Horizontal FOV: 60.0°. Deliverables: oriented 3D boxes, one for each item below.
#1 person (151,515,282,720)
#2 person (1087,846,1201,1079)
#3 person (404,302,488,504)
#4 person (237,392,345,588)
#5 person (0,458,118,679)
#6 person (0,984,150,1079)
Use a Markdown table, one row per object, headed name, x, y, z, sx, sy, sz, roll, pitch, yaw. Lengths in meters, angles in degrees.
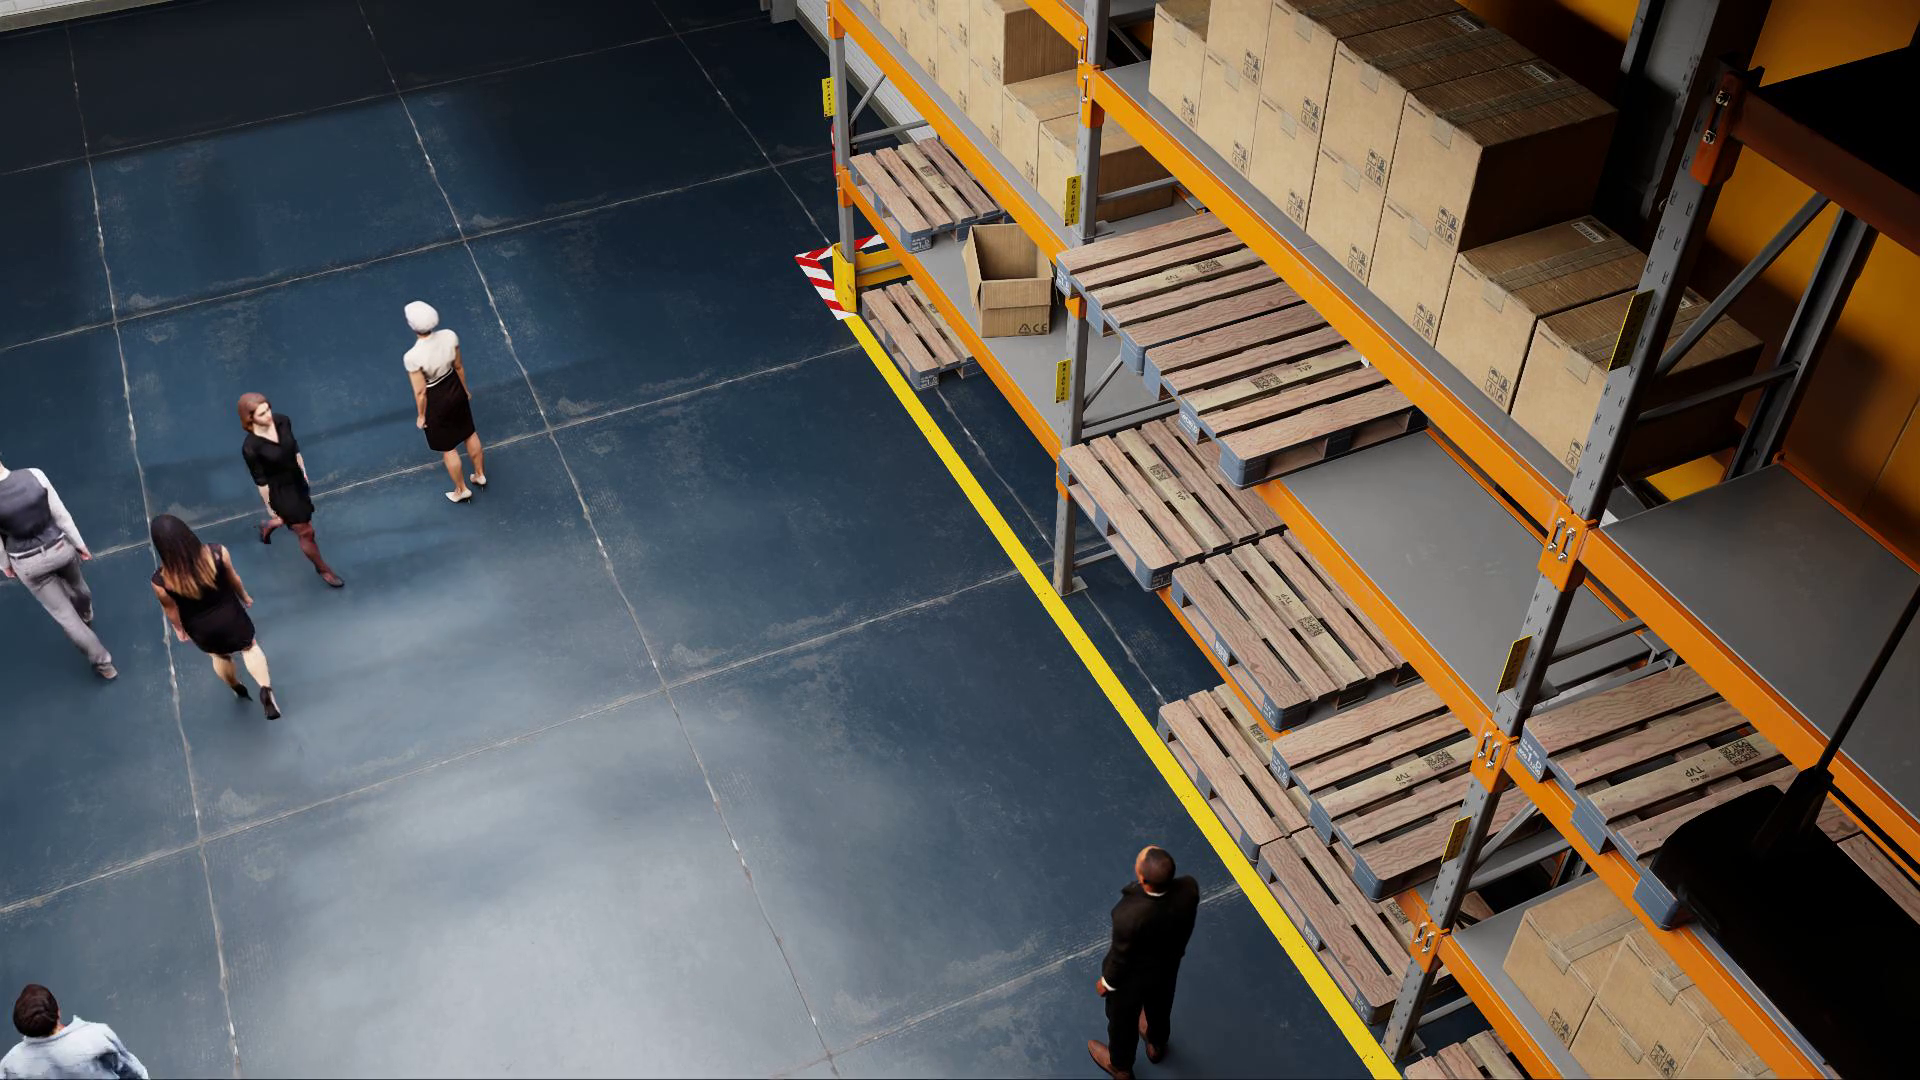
| name | x | y | z | sx | sy | sz | roll | pitch | yaw |
| --- | --- | --- | --- | --- | --- | --- | --- | --- | --- |
| person | -4.672 | 0.532 | 10.505 | 0.758 | 1.697 | 0.933 | -27 | 50 | -26 |
| person | 0.955 | 2.192 | 8.613 | 0.708 | 1.905 | 0.640 | -23 | 48 | -22 |
| person | -3.733 | -0.986 | 12.056 | 0.698 | 1.756 | 0.710 | 27 | 50 | 26 |
| person | -4.708 | -0.354 | 11.445 | 1.024 | 1.684 | 0.962 | 15 | 46 | 15 |
| person | -5.884 | 0.161 | 10.745 | 0.917 | 1.905 | 1.218 | -33 | 53 | -30 |
| person | -4.178 | 2.797 | 8.052 | 0.736 | 1.802 | 0.758 | -11 | 45 | -11 |
